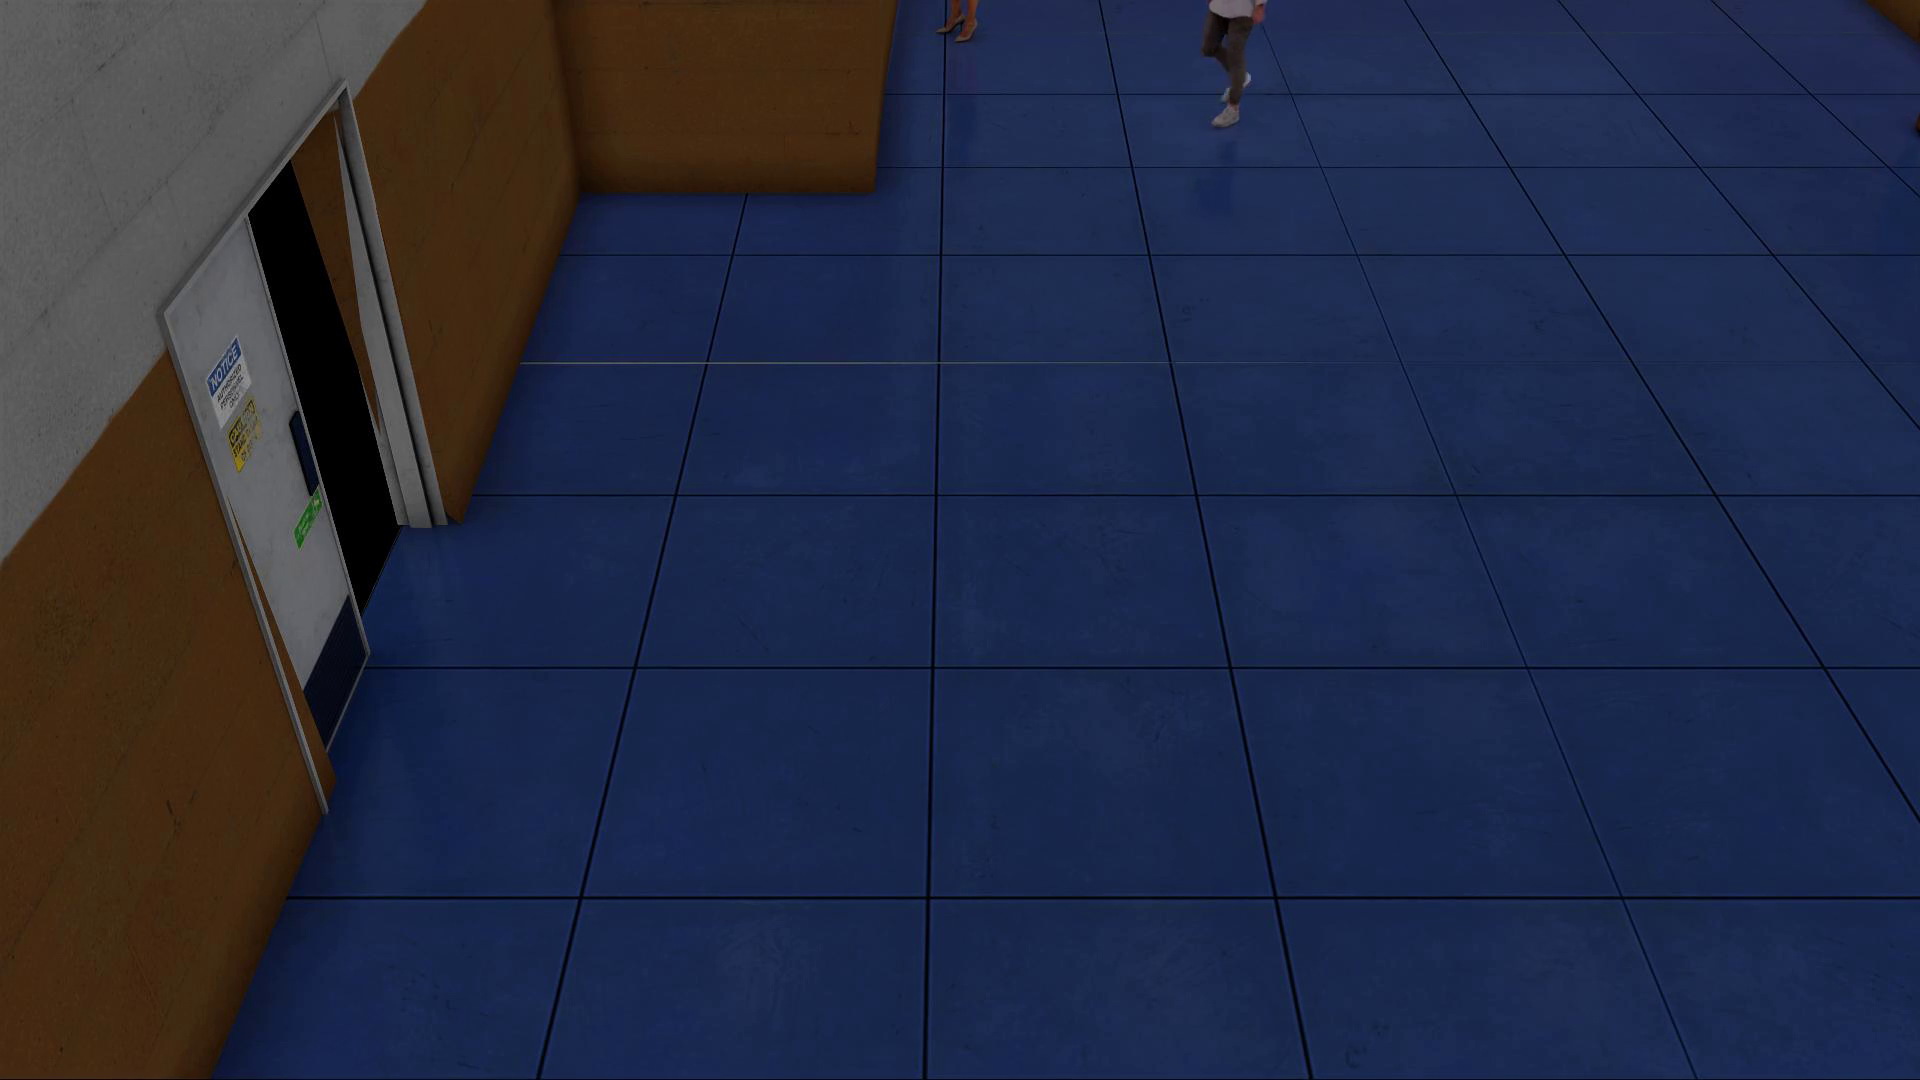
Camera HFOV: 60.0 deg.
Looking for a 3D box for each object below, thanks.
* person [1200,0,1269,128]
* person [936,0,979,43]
[{"bbox_3d":[2.022,-3.879,11.858,0.939,1.826,0.879,-28,45,-32],"label":"person"},{"bbox_3d":[0.009,-4.874,13.245,0.704,1.752,0.696,-21,42,-26],"label":"person"}]
